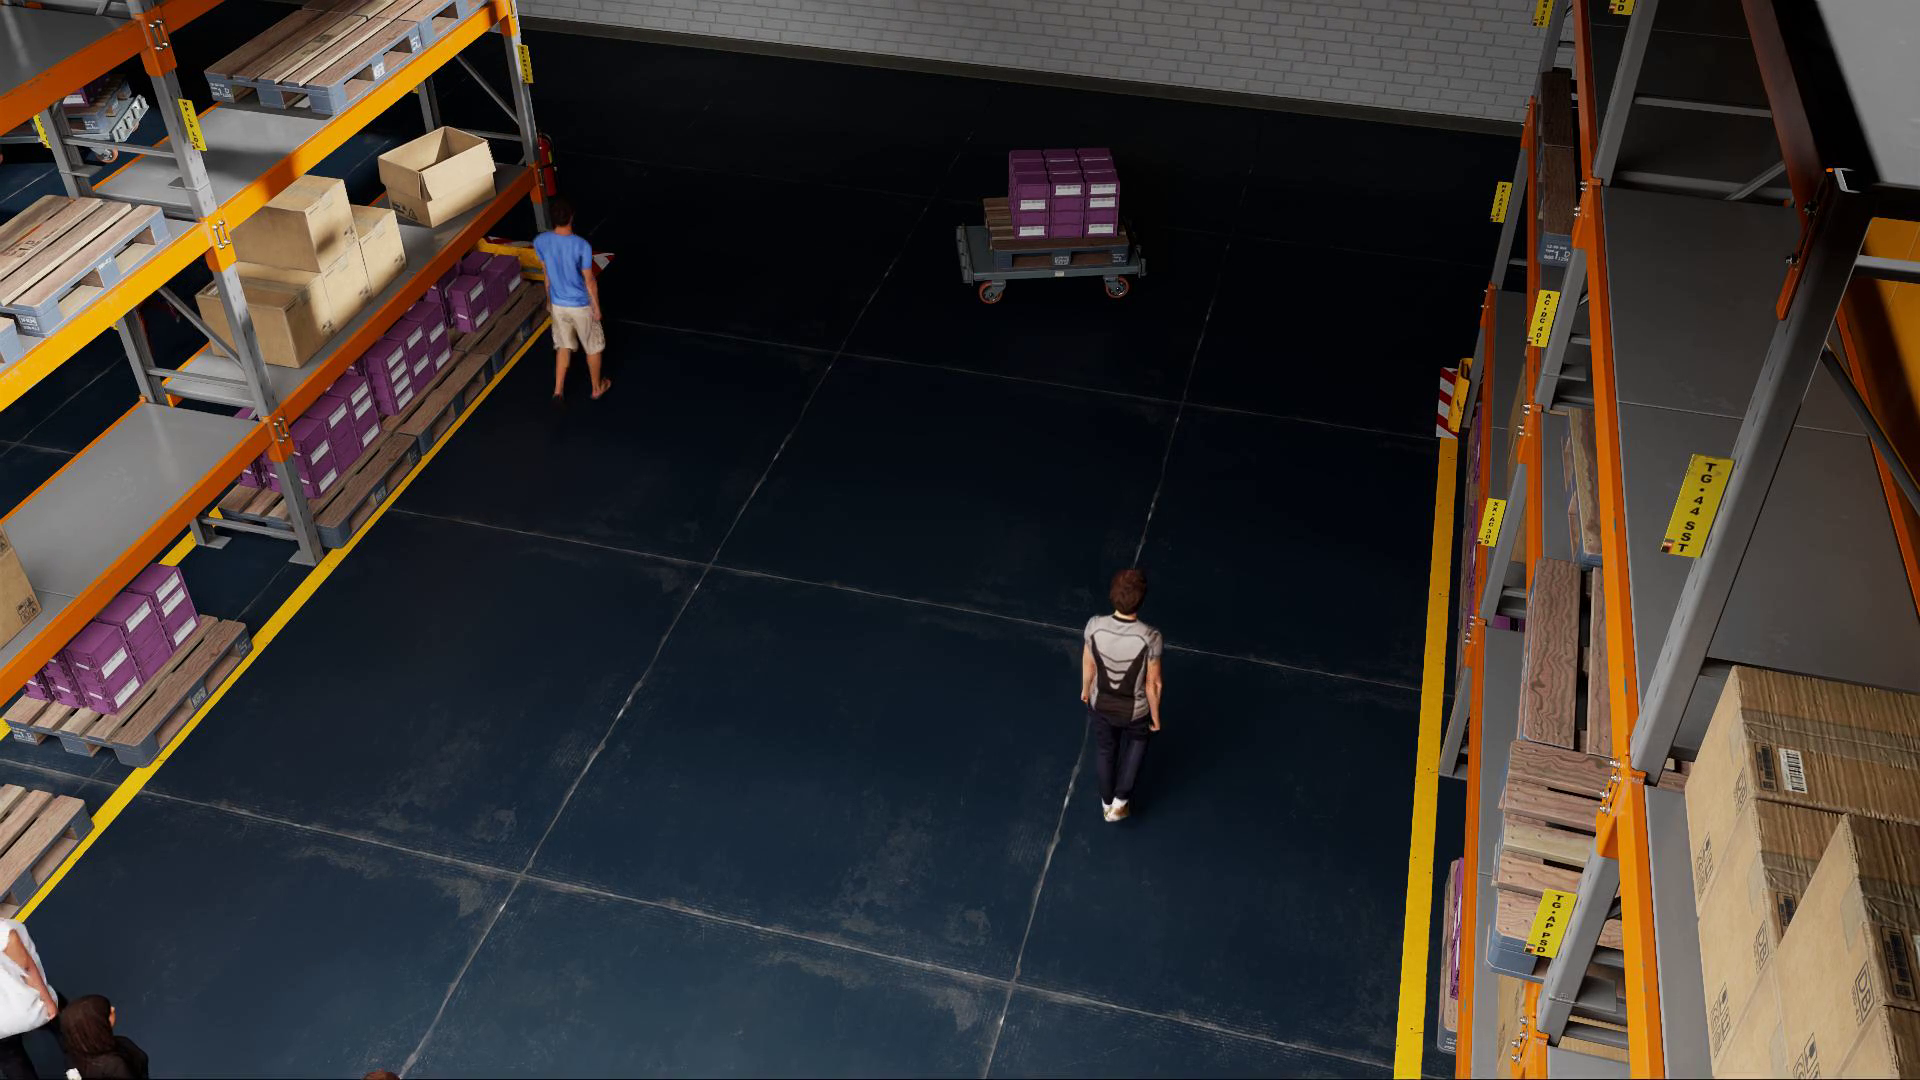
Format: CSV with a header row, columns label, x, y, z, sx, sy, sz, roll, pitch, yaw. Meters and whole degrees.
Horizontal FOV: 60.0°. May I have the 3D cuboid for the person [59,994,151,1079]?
label,x,y,z,sx,sy,sz,roll,pitch,yaw
person,-3.853,2.667,7.718,0.641,1.641,0.590,20,43,23

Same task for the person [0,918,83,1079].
label,x,y,z,sx,sy,sz,roll,pitch,yaw
person,-4.705,2.295,8.160,0.778,1.672,0.824,-5,39,-7

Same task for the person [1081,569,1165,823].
label,x,y,z,sx,sy,sz,roll,pitch,yaw
person,0.915,0.990,9.624,0.673,1.884,0.670,12,40,14

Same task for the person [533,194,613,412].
label,x,y,z,sx,sy,sz,roll,pitch,yaw
person,-3.104,-1.829,13.186,0.657,1.844,0.956,8,39,10
